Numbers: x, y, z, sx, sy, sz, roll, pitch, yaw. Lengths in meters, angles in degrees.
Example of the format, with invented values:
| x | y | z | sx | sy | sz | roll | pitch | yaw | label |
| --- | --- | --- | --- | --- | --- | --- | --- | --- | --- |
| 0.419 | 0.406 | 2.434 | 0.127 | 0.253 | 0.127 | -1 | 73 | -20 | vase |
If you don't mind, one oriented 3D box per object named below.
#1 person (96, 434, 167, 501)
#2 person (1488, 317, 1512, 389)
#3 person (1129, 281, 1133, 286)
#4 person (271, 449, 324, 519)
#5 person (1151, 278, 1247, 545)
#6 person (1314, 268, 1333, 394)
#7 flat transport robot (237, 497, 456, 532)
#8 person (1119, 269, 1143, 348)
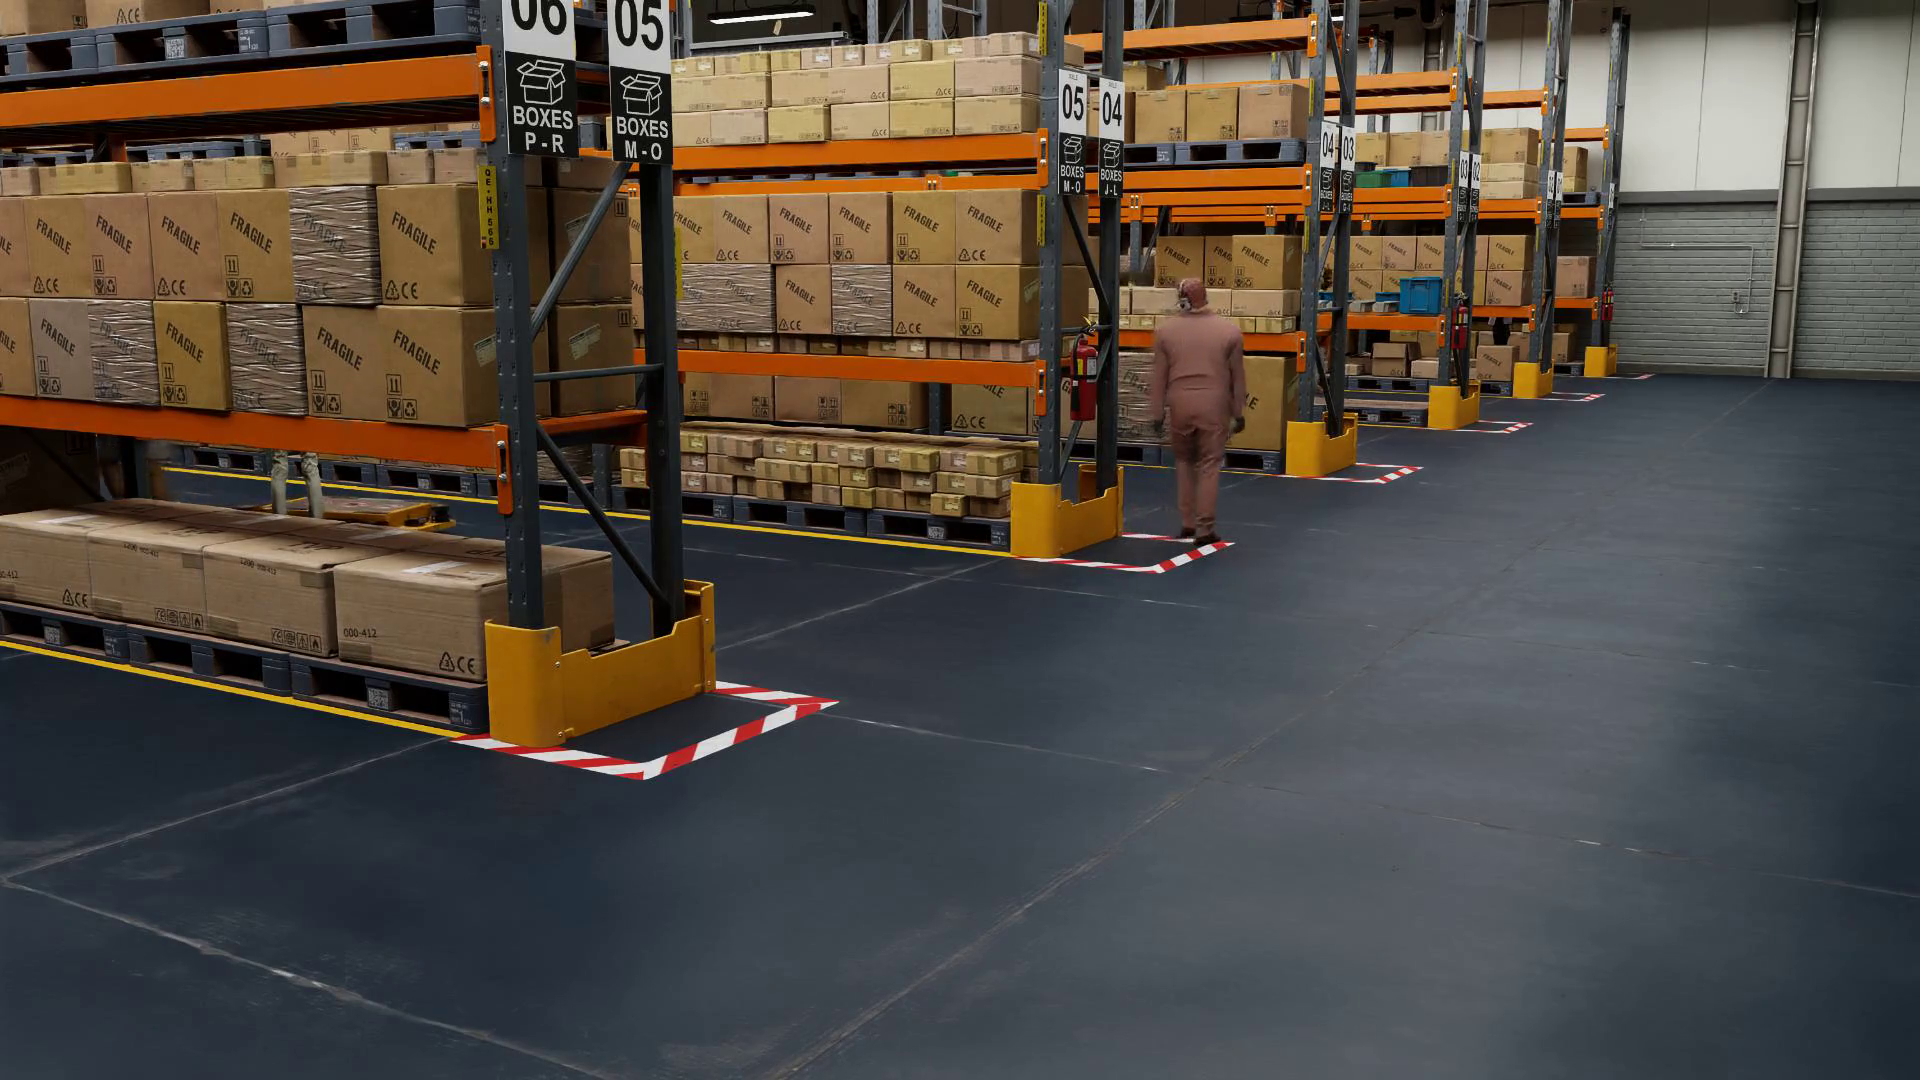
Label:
| x | y | z | sx | sy | sz | roll | pitch | yaw | label |
| --- | --- | --- | --- | --- | --- | --- | --- | --- | --- |
| -5.587 | -0.885 | 11.271 | 0.484 | 2.011 | 0.620 | 6 | 11 | 31 | person |
| 8.328 | -3.281 | 25.554 | 0.388 | 1.919 | 0.594 | 5 | 11 | 26 | person |
| 1.981 | -2.214 | 19.796 | 0.404 | 1.757 | 0.526 | 3 | 10 | 18 | person |
| -4.704 | -0.891 | 11.700 | 0.513 | 1.872 | 0.328 | -2 | 10 | -13 | person |
| 1.718 | -0.915 | 11.848 | 0.661 | 1.872 | 0.685 | 3 | 10 | 19 | person |
| 5.347 | -3.054 | 24.410 | 0.422 | 1.853 | 0.552 | 6 | 11 | 31 | person |
| -4.484 | -0.165 | 12.127 | 1.431 | 0.197 | 0.652 | 3 | 10 | 17 | flat transport robot |
| 1.781 | -2.124 | 18.888 | 0.979 | 1.881 | 0.640 | 2 | 10 | 11 | person |
